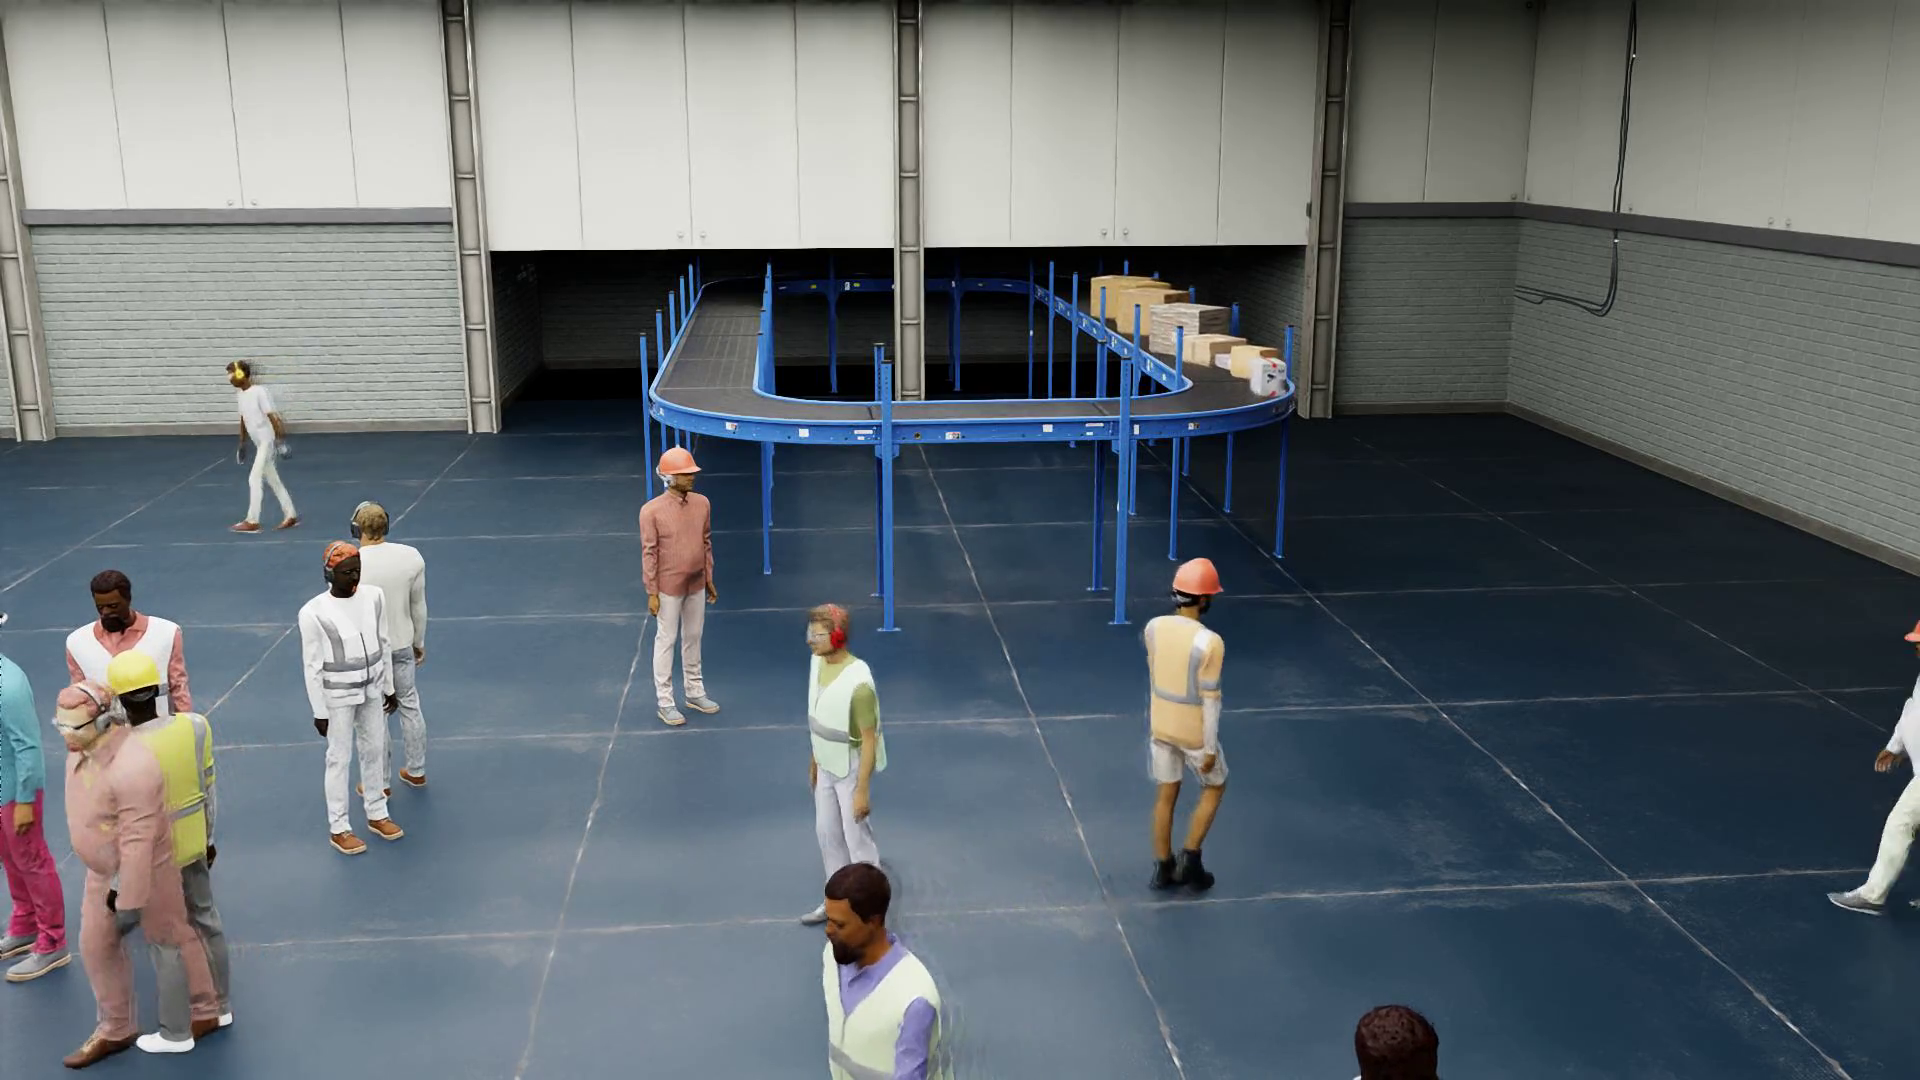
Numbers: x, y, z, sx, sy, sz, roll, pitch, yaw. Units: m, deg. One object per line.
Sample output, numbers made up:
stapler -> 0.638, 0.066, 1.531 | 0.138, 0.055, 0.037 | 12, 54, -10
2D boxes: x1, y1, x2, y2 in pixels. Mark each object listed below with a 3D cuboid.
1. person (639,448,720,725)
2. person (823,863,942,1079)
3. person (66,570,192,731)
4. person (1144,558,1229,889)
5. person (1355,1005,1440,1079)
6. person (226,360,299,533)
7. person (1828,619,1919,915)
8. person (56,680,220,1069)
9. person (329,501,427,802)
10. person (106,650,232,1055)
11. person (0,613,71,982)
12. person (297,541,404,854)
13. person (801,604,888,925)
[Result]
person -> -2.010, 0.318, 11.971 | 0.374, 1.997, 0.613 | 12, 18, 40
person -> -0.203, 1.950, 5.675 | 0.823, 1.888, 0.594 | -11, 18, -37
person -> -4.537, 1.070, 9.154 | 0.599, 1.907, 0.400 | -4, 15, -15
person -> 1.267, 1.036, 9.267 | 0.423, 1.922, 0.542 | -14, 19, -43
person -> 1.113, 2.181, 4.707 | 0.390, 1.910, 0.606 | 7, 16, 26
person -> -7.433, -0.977, 17.528 | 0.798, 1.811, 0.599 | -12, 18, -39
person -> 5.155, 1.206, 8.981 | 0.802, 1.721, 0.579 | 6, 15, 22
person -> -3.780, 1.502, 7.510 | 0.657, 1.864, 0.770 | 10, 17, 36
person -> -3.670, 0.702, 10.553 | 0.366, 1.939, 0.635 | 12, 18, 39
person -> -3.674, 1.436, 7.652 | 0.383, 1.921, 0.586 | 7, 16, 25
person -> -4.799, 1.229, 8.337 | 0.612, 1.991, 0.392 | 13, 19, 41
person -> -3.588, 0.919, 9.822 | 0.351, 1.878, 0.568 | 8, 16, 30
person -> -0.607, 1.216, 8.716 | 0.412, 1.832, 0.565 | -8, 16, -30
